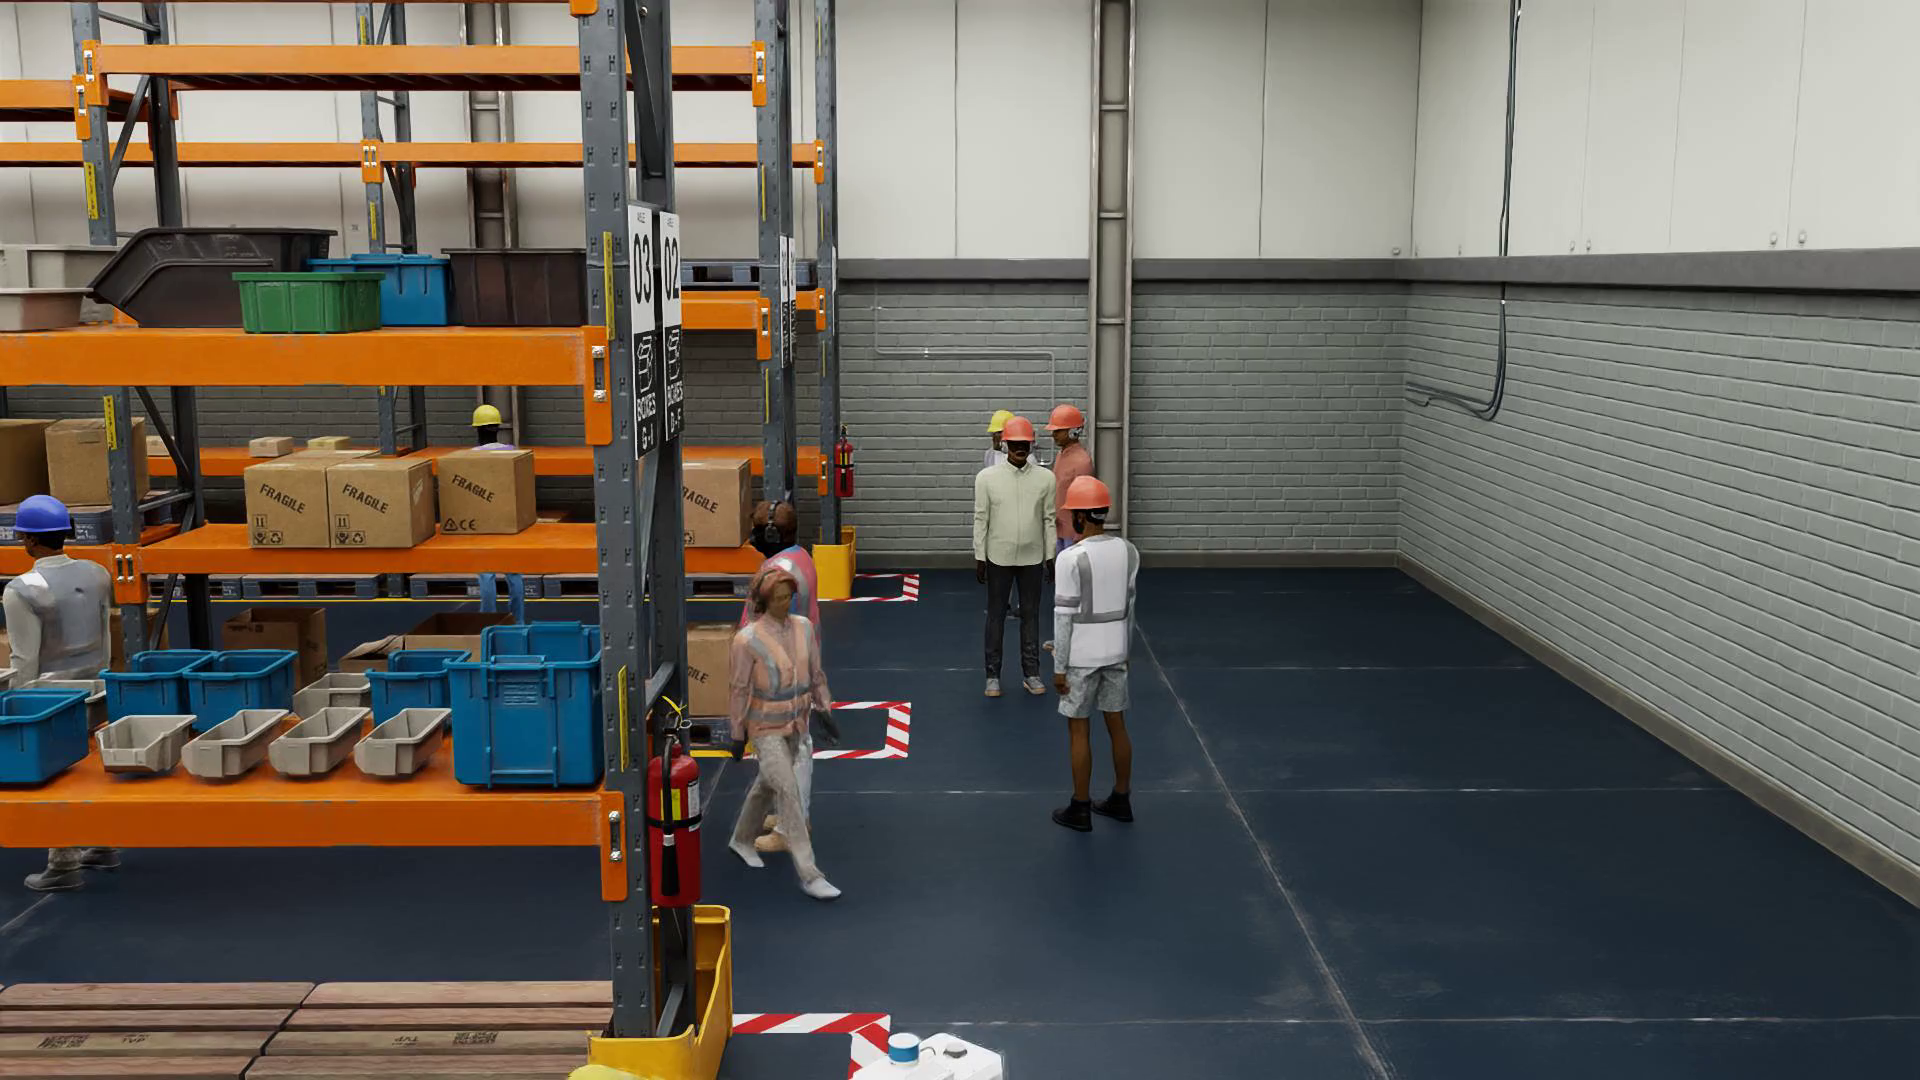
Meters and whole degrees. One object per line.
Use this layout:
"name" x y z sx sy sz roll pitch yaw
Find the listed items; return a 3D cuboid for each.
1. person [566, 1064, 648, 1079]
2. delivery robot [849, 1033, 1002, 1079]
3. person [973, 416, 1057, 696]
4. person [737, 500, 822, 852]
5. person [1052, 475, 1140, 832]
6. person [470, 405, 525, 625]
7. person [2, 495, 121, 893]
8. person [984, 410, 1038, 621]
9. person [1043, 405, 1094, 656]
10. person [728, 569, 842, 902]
"person" -0.483 1.716 2.729 0.956 1.783 0.604 5 10 26
"delivery robot" -0.180 1.843 5.384 0.477 0.478 0.707 8 12 40
"person" 0.397 0.117 11.842 0.612 1.997 0.375 -2 9 -12
"person" -0.945 0.705 8.710 0.430 1.844 0.624 1 9 4
"person" 0.710 0.611 9.035 0.545 1.927 0.391 -6 11 -33
"person" -3.860 -0.157 13.760 0.389 1.918 0.585 9 13 44
"person" -4.396 0.746 8.137 0.391 1.948 0.605 2 10 13
"person" 0.414 -0.216 14.436 0.404 1.822 0.597 -8 13 -42
"person" 0.850 -0.070 13.033 0.406 1.986 0.613 -2 10 -13
"person" -0.890 0.925 8.168 0.873 1.605 0.509 7 12 37
